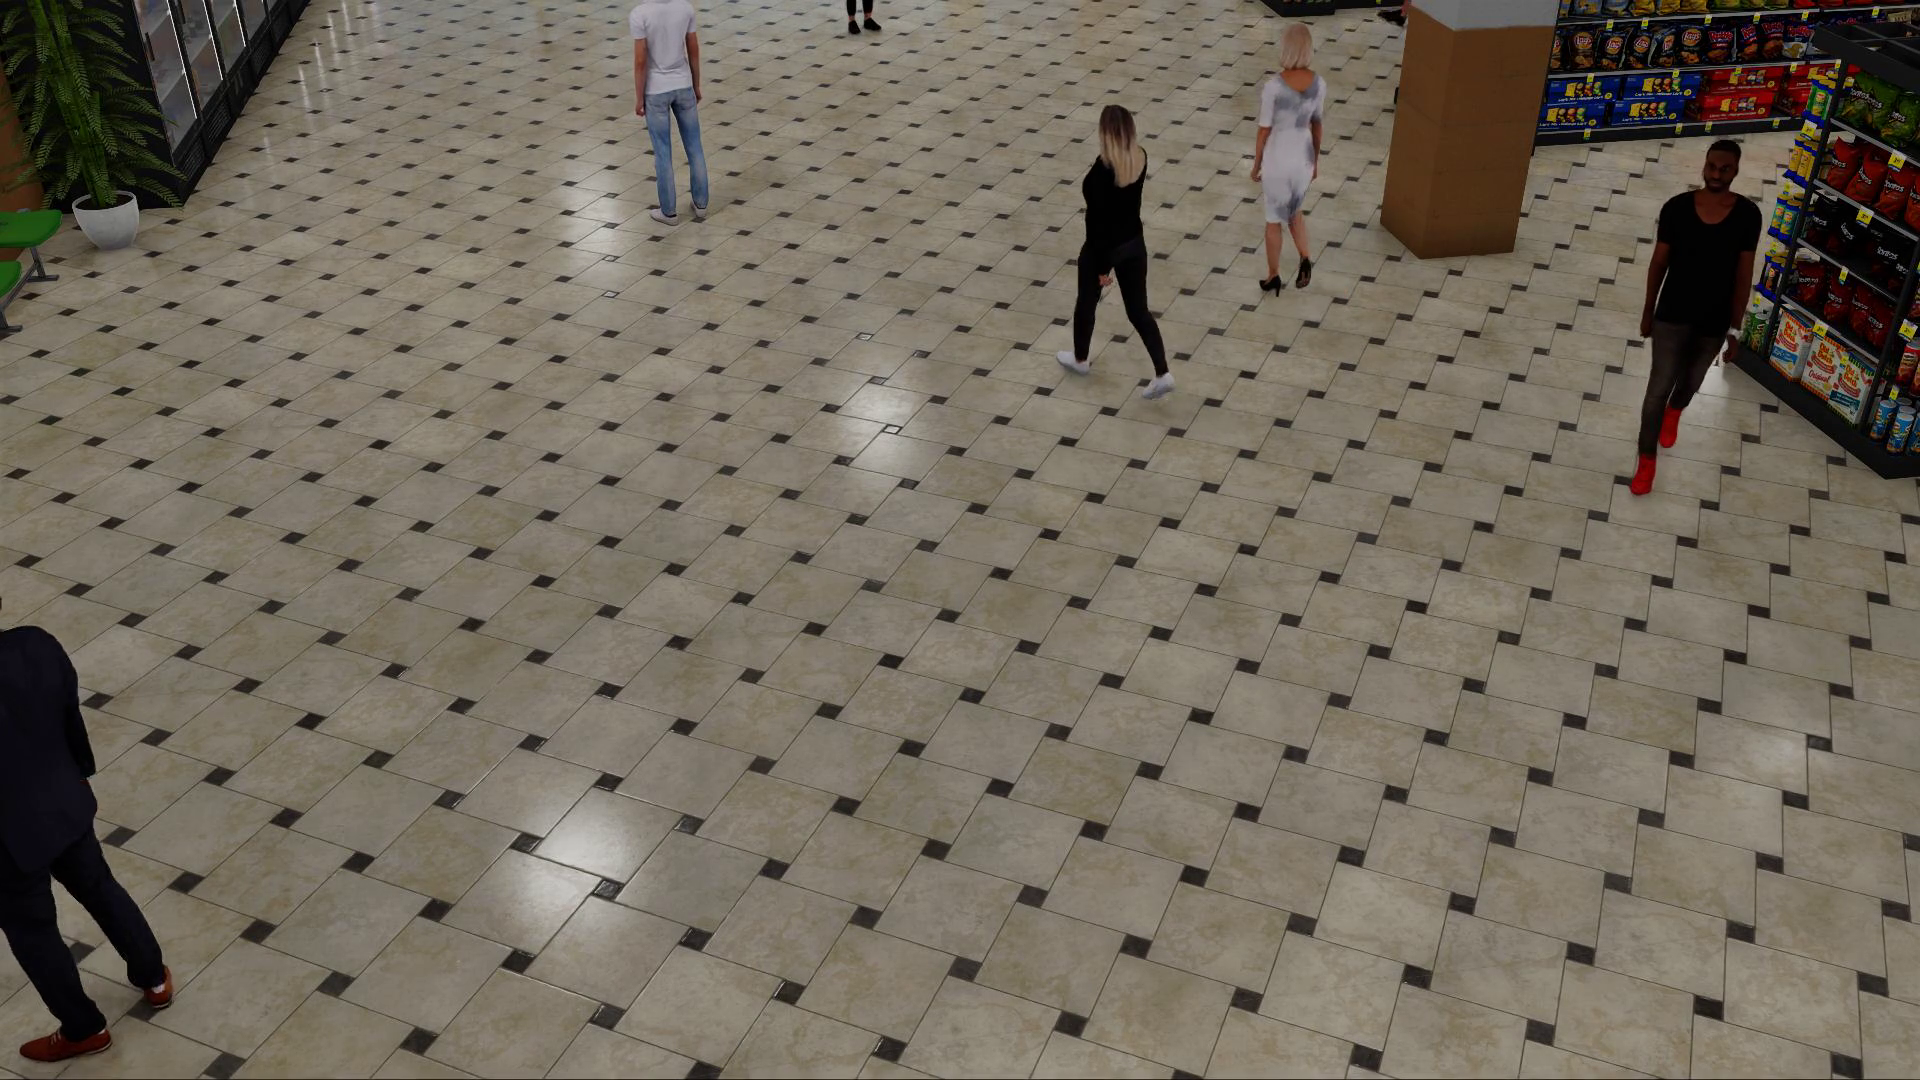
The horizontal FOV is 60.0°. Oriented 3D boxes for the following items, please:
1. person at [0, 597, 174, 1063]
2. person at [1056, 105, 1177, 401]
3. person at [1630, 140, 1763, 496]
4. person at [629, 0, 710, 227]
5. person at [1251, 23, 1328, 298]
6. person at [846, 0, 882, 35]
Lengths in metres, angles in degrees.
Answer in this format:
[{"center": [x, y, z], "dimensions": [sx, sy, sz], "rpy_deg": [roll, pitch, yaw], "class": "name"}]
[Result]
[{"center": [-2.925, 0.896, 5.186], "dimensions": [0.805, 1.812, 0.816], "rpy_deg": [5, 32, 8], "class": "person"}, {"center": [0.937, -1.558, 9.283], "dimensions": [1.161, 1.651, 1.035], "rpy_deg": [-23, 38, -32], "class": "person"}, {"center": [3.790, -1.189, 8.565], "dimensions": [1.196, 1.783, 1.120], "rpy_deg": [12, 34, 19], "class": "person"}, {"center": [-2.032, -3.137, 11.626], "dimensions": [0.634, 1.856, 0.783], "rpy_deg": [-20, 37, -29], "class": "person"}, {"center": [2.093, -2.328, 10.439], "dimensions": [0.678, 1.736, 0.671], "rpy_deg": [-10, 33, -15], "class": "person"}, {"center": [-0.950, -5.671, 16.059], "dimensions": [0.578, 1.475, 0.713], "rpy_deg": [-21, 37, -30], "class": "person"}]
